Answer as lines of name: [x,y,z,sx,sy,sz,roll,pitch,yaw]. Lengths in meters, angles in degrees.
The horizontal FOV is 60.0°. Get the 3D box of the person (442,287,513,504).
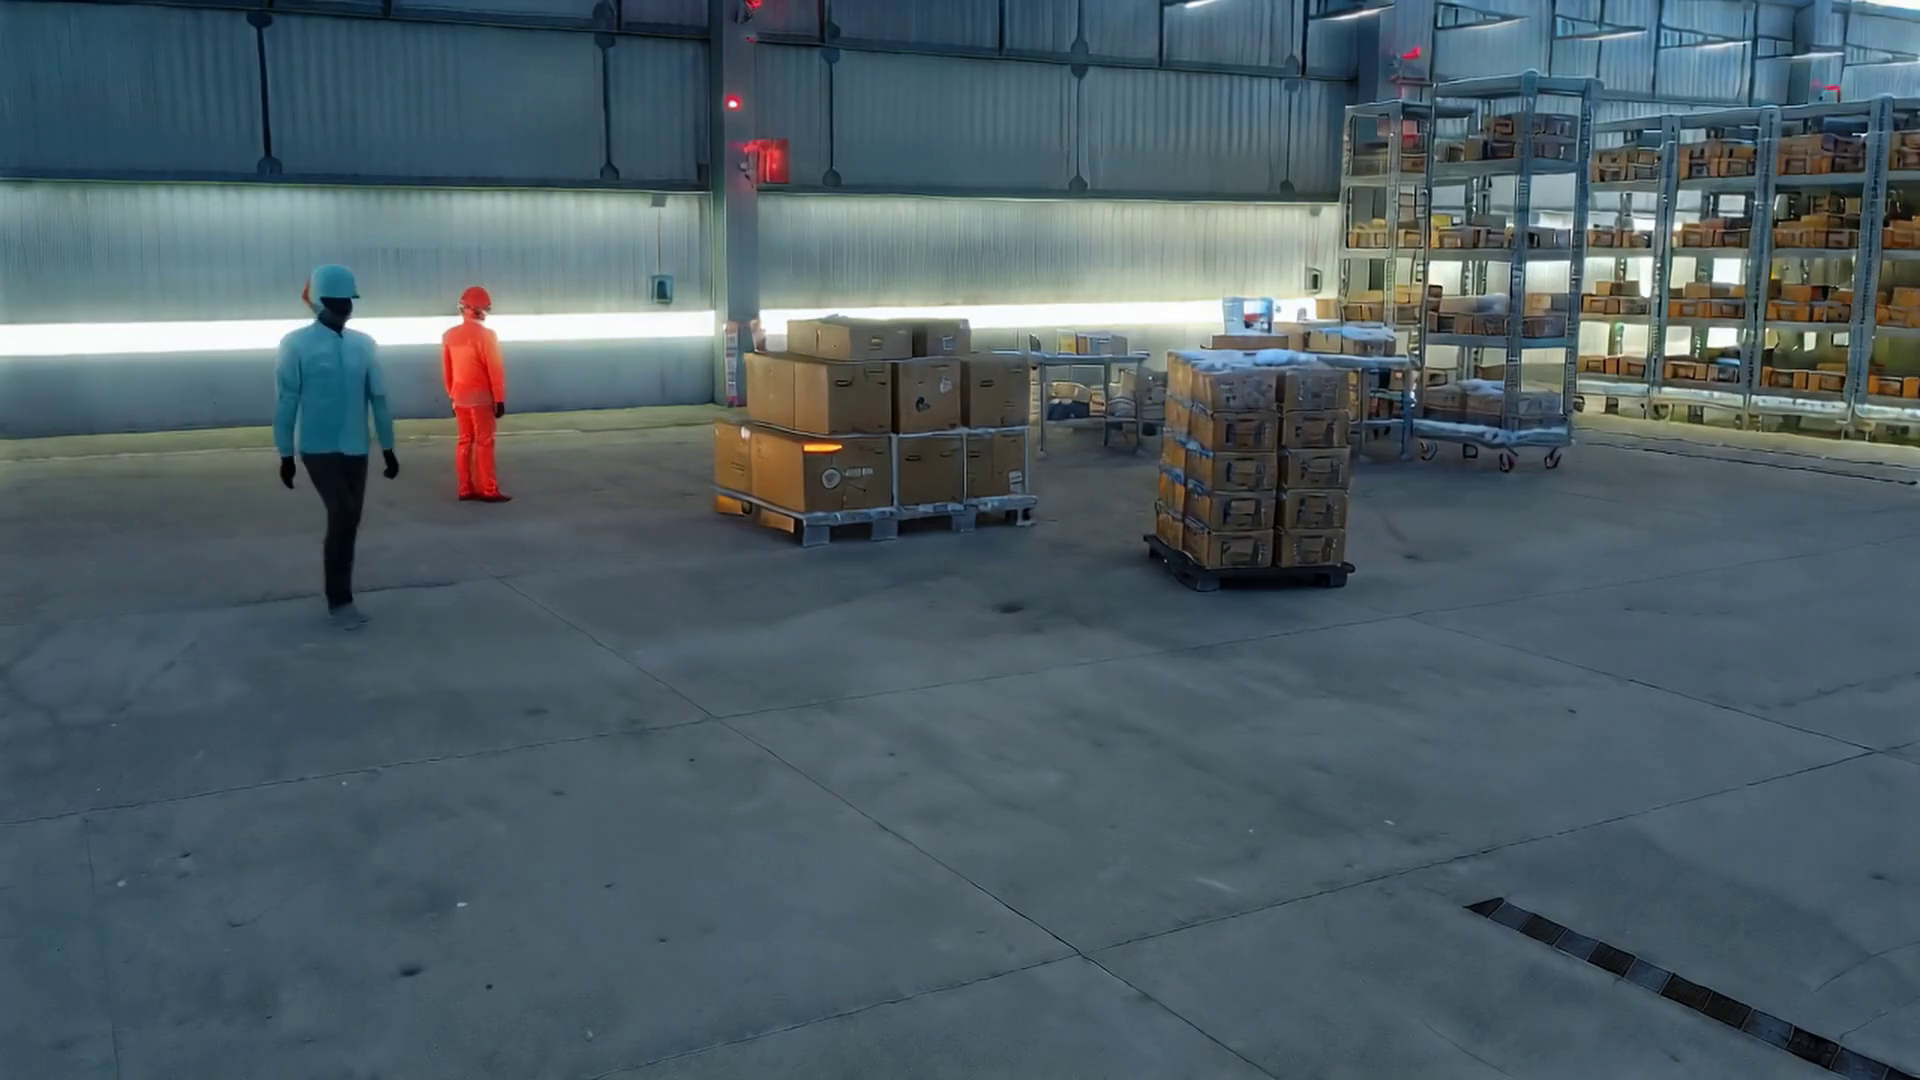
person: [-3.905,-1.169,13.484,0.572,1.749,0.341,5,11,27]

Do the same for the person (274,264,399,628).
person: [-3.325,-0.492,9.005,0.548,1.975,0.651,6,12,30]
